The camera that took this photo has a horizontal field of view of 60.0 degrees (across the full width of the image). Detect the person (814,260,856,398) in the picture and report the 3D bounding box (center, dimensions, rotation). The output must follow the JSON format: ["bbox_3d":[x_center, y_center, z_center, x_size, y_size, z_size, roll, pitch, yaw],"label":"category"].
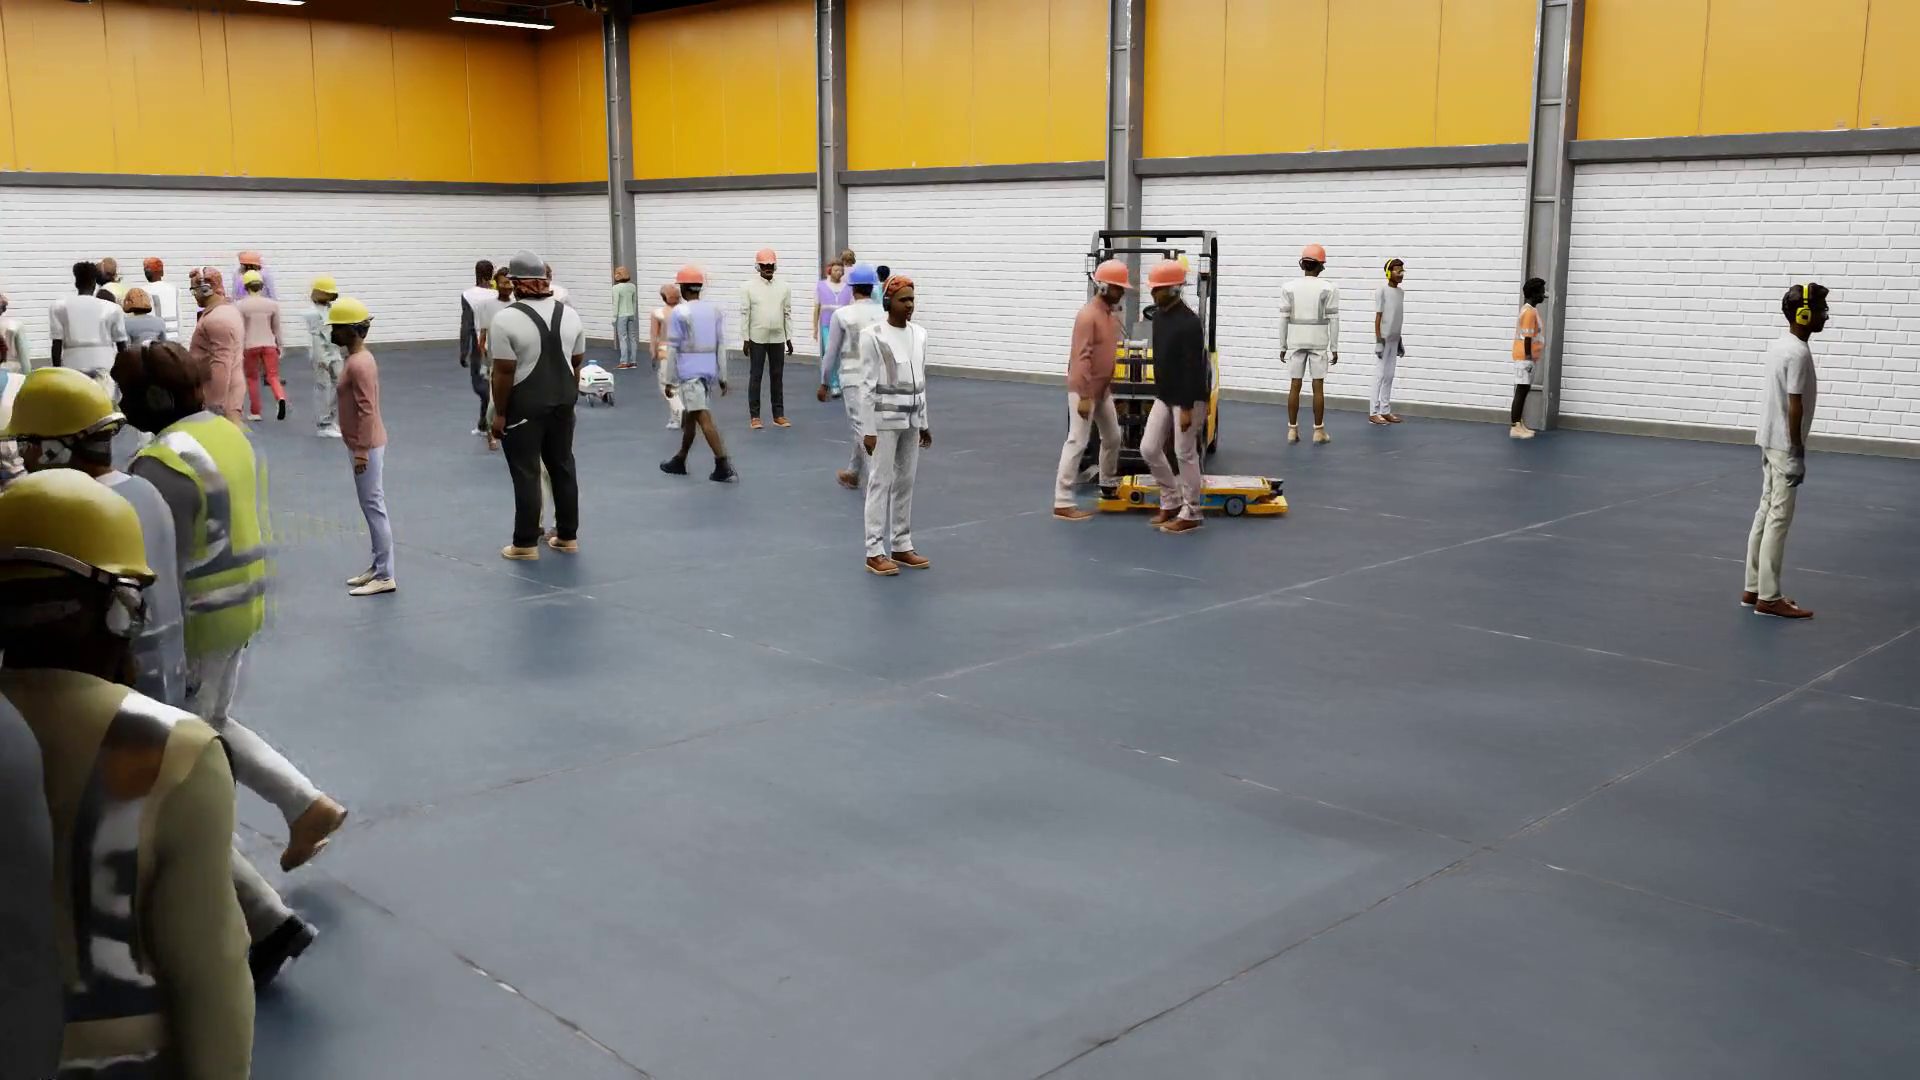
[{"bbox_3d":[-1.622,-2.798,22.031,0.590,1.806,0.803,-3,11,-18],"label":"person"}]

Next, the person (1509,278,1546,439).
[{"bbox_3d":[5.984,-1.911,17.534,0.319,1.690,0.537,4,11,21],"label":"person"}]

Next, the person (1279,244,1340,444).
[{"bbox_3d":[3.590,-2.009,17.094,0.615,2.040,0.391,5,11,24],"label":"person"}]

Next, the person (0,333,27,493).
[{"bbox_3d":[-5.485,-0.395,9.457,0.518,1.615,0.702,-8,13,-37],"label":"person"}]

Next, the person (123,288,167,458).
[{"bbox_3d":[-7.818,-1.593,15.941,0.277,1.633,0.507,6,12,28],"label":"person"}]

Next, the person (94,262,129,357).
[{"bbox_3d":[-10.445,-2.532,20.596,0.868,1.813,0.633,-2,11,-13],"label":"person"}]

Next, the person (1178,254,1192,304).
[{"bbox_3d":[2.355,-2.196,18.436,0.377,1.922,0.593,-1,10,-5],"label":"person"}]

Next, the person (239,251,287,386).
[{"bbox_3d":[-10.036,-3.108,23.460,0.792,1.913,0.549,-3,11,-18],"label":"person"}]

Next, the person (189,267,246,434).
[{"bbox_3d":[-5.515,-1.070,12.364,0.407,1.902,0.639,-3,11,-17],"label":"person"}]

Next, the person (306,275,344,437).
[{"bbox_3d":[-6.663,-1.926,17.529,0.423,1.714,0.516,3,11,17],"label":"person"}]

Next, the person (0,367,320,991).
[{"bbox_3d":[-2.229,0.435,4.453,0.846,1.804,0.597,0,10,-1],"label":"person"}]

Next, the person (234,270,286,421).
[{"bbox_3d":[-7.979,-2.207,18.981,0.534,1.742,0.725,-9,14,-41],"label":"person"}]

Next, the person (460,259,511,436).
[{"bbox_3d":[-4.939,-2.009,17.555,0.716,1.885,0.609,7,12,33],"label":"person"}]

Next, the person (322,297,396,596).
[{"bbox_3d":[-3.584,-0.554,9.916,0.323,1.767,0.533,-4,11,-20],"label":"person"}]

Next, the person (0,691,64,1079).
[{"bbox_3d":[-1.438,0.779,2.186,0.628,1.937,0.378,5,11,24],"label":"person"}]

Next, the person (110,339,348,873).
[{"bbox_3d":[-2.344,0.283,5.216,0.562,1.820,0.638,-1,10,-7],"label":"person"}]

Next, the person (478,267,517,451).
[{"bbox_3d":[-4.448,-1.735,16.193,0.517,1.829,0.866,-5,12,-27],"label":"person"}]

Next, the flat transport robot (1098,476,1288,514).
[{"bbox_3d":[1.809,-0.365,12.962,1.431,0.197,0.652,1,11,7],"label":"flat transport robot"}]

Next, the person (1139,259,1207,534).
[{"bbox_3d":[1.514,-1.003,11.818,0.521,1.964,0.652,-5,11,-24],"label":"person"}]

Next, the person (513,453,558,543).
[{"bbox_3d":[-2.952,-0.794,11.617,0.511,1.624,0.297,6,12,31],"label":"person"}]

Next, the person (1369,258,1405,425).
[{"bbox_3d":[4.878,-2.247,18.862,0.520,1.873,0.333,-9,14,-41],"label":"person"}]

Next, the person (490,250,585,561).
[{"bbox_3d":[-2.844,-0.893,11.013,0.536,2.000,0.687,9,13,39],"label":"person"}]

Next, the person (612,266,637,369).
[{"bbox_3d":[-5.390,-3.568,26.702,0.284,1.636,0.500,7,12,32],"label":"person"}]

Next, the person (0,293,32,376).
[{"bbox_3d":[-8.592,-1.415,14.951,0.524,1.626,0.368,-1,10,-6],"label":"person"}]

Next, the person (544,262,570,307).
[{"bbox_3d":[-4.869,-2.321,19.423,0.629,1.822,0.658,-3,11,-18],"label":"person"}]

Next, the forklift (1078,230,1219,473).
[{"bbox_3d":[1.804,-1.825,15.677,1.214,2.155,2.313,2,11,13],"label":"forklift"}]

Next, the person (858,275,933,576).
[{"bbox_3d":[-0.404,-0.727,10.536,0.337,1.882,0.583,9,14,40],"label":"person"}]

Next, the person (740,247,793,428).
[{"bbox_3d":[-2.139,-2.238,18.475,0.613,1.994,0.382,-5,12,-27],"label":"person"}]

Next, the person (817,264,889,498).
[{"bbox_3d":[-0.808,-1.295,13.609,0.617,1.901,0.997,-7,13,-34],"label":"person"}]

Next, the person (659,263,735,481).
[{"bbox_3d":[-2.312,-1.464,14.562,1.014,1.888,0.556,9,13,39],"label":"person"}]

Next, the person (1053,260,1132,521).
[{"bbox_3d":[1.047,-1.128,12.543,0.517,1.960,0.724,5,12,26],"label":"person"}]

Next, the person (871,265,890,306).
[{"bbox_3d":[-1.148,-3.320,25.231,0.550,1.680,0.371,-5,11,-24],"label":"person"}]

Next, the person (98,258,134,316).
[{"bbox_3d":[-12.256,-3.148,23.975,0.524,1.793,0.928,4,11,21],"label":"person"}]

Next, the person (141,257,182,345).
[{"bbox_3d":[-9.098,-2.272,18.960,0.338,1.882,0.583,3,11,17],"label":"person"}]

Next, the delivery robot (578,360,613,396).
[{"bbox_3d":[-4.627,-2.023,20.973,0.477,0.478,0.707,-6,12,-28],"label":"delivery robot"}]

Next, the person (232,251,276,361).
[{"bbox_3d":[-11.983,-3.960,28.228,0.664,1.865,0.777,1,10,5],"label":"person"}]

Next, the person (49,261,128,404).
[{"bbox_3d":[-7.837,-1.552,15.005,0.614,1.898,1.060,-4,11,-19],"label":"person"}]

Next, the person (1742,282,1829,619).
[{"bbox_3d":[4.663,-0.506,9.367,0.332,1.872,0.514,2,11,12],"label":"person"}]

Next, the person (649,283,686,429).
[{"bbox_3d":[-3.100,-1.981,18.120,0.511,1.620,0.633,-7,12,-33],"label":"person"}]

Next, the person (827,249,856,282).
[{"bbox_3d":[-1.603,-3.220,23.982,0.631,1.940,0.372,-2,11,-11],"label":"person"}]

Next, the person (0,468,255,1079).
[{"bbox_3d":[-1.275,0.791,2.492,0.590,1.795,0.565,1,10,5],"label":"person"}]
